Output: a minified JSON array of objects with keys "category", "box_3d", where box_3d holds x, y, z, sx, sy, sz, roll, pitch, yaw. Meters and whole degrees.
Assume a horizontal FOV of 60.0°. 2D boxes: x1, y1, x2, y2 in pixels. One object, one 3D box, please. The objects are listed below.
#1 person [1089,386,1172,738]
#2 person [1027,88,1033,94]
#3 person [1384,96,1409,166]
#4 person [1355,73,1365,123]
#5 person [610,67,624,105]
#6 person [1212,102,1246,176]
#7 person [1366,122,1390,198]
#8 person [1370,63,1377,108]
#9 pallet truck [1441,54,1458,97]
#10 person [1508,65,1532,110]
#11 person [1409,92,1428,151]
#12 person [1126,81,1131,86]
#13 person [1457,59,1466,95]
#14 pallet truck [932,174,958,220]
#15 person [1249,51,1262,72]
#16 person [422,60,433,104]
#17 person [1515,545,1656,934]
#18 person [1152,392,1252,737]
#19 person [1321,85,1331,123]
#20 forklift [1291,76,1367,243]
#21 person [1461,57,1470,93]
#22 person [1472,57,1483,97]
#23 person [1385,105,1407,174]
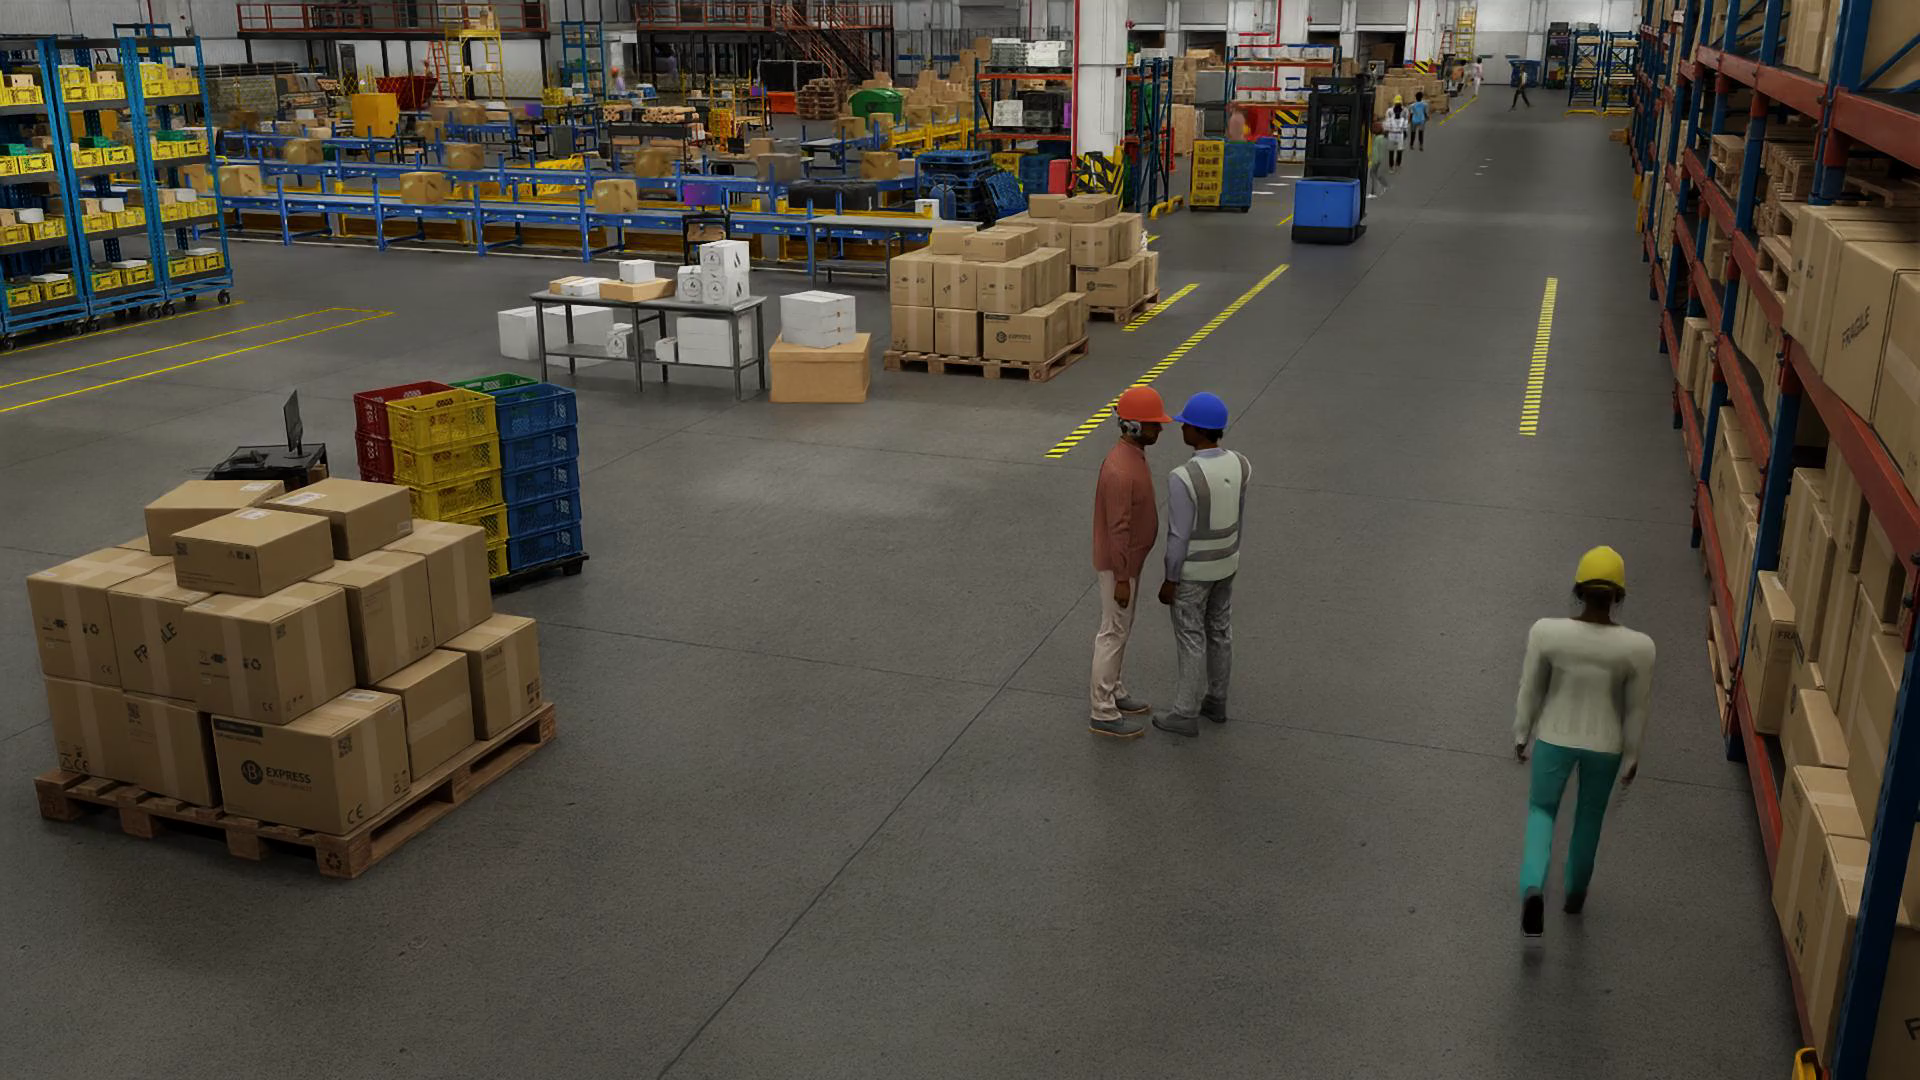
[{"category":"person","box_3d":[0.942,0.117,9.251,0.415,1.985,0.610,4,18,11]},{"category":"person","box_3d":[2.009,-12.309,48.649,0.544,1.751,0.485,10,20,29]},{"category":"person","box_3d":[11.445,-10.733,43.647,0.618,1.782,0.944,4,18,13]},{"category":"person","box_3d":[13.268,-14.446,55.050,0.526,1.954,0.609,4,18,12]},{"category":"person","box_3d":[-12.141,-15.743,59.029,0.599,2.012,0.640,-11,21,-30]},{"category":"person","box_3d":[6.464,-9.483,39.605,0.954,1.857,0.651,13,22,34]},{"category":"person","box_3d":[9.073,-8.230,36.066,0.427,1.621,0.501,6,19,18]},{"category":"person","box_3d":[17.088,-18.810,68.899,0.315,1.869,0.526,5,18,15]},{"category":"pallet truck","box_3d":[22.765,-21.886,78.355,0.823,1.965,1.885,-4,18,-14]},{"category":"person","box_3d":[23.074,-18.569,68.233,0.901,1.819,0.511,-2,18,-6]},{"category":"person","box_3d":[13.360,-12.203,48.479,0.541,1.663,0.852,1,18,3]},{"category":"person","box_3d":[6.053,-16.123,60.249,0.379,1.996,0.608,-2,18,-5]},{"category":"person","box_3d":[24.161,-22.284,80.107,0.366,1.681,0.560,-1,18,-3]},{"category":"pallet truck","box_3d":[-0.507,-5.292,27.348,0.653,1.274,1.630,6,19,19]},{"category":"person","box_3d":[15.605,-24.803,87.709,0.613,1.895,0.824,11,21,30]},{"category":"person","box_3d":[-23.391,-20.089,72.964,0.638,1.845,0.577,-1,18,-3]},{"category":"person","box_3d":[2.680,0.885,7.217,0.534,1.748,0.673,7,19,22]},{"category":"person","box_3d":[1.341,0.137,9.234,0.613,1.949,0.380,-16,24,-41]},{"category":"person","box_3d":[11.740,-13.782,53.340,0.546,1.729,0.875,-10,20,-29]},{"category":"forklift","box_3d":[6.598,-6.755,29.381,1.129,2.768,1.873,6,19,19]},{"category":"person","box_3d":[25.177,-23.231,83.054,0.510,1.691,0.887,3,18,10]},{"category":"person","box_3d":[24.517,-21.861,78.557,0.649,1.820,0.615,-15,23,-40]},{"category":"person","box_3d":[10.801,-9.911,41.250,0.540,1.682,0.512,3,18,9]}]
